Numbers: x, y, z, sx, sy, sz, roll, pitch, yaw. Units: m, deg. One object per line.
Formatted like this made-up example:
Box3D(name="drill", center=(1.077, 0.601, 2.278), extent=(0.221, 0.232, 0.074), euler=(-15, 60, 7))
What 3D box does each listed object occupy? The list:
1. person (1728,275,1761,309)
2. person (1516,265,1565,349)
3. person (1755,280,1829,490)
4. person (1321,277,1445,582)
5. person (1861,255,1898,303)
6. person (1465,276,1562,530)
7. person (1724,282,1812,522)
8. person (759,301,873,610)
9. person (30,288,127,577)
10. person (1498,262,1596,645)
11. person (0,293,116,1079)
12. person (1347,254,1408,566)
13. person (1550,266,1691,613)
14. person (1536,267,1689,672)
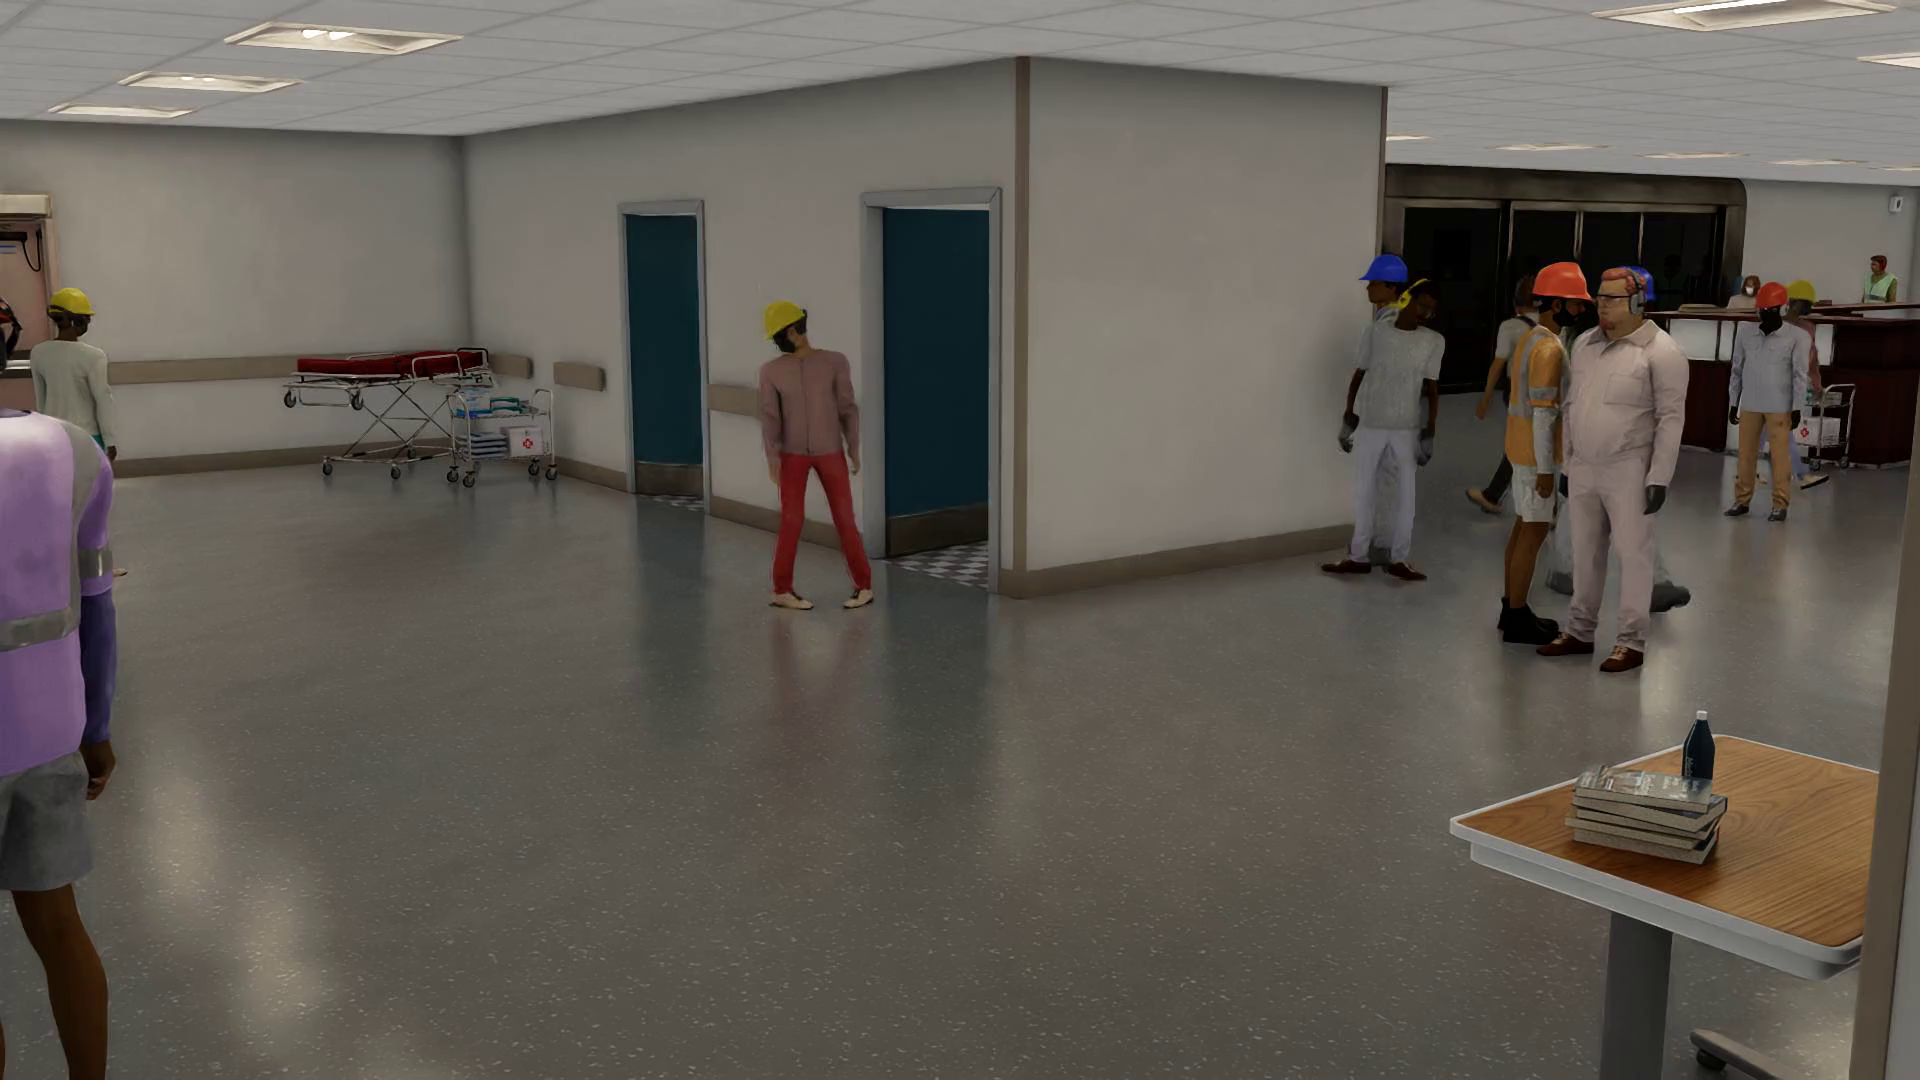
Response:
Box3D(name="person", center=(10.323, -2.671, 21.823), extent=(0.519, 1.615, 0.576), euler=(7, 12, 34))
Box3D(name="person", center=(5.260, -1.566, 15.068), extent=(0.591, 1.824, 0.404), euler=(-8, 13, -39))
Box3D(name="person", center=(6.851, -1.272, 13.715), extent=(0.545, 1.712, 0.944), euler=(-5, 11, -28))
Box3D(name="person", center=(2.510, -0.653, 9.957), extent=(0.695, 1.832, 0.347), euler=(4, 11, 21))
Box3D(name="person", center=(14.131, -3.458, 25.626), extent=(0.392, 1.839, 0.563), euler=(-4, 11, -20))
Box3D(name="person", center=(4.044, -1.000, 12.022), extent=(0.510, 1.782, 1.008), euler=(-5, 11, -26))
Box3D(name="person", center=(5.889, -1.007, 12.166), extent=(0.360, 1.742, 0.563), euler=(-8, 13, -38))
Box3D(name="person", center=(-0.808, -0.466, 9.222), extent=(0.595, 1.711, 0.337), euler=(-1, 10, -4))
Box3D(name="person", center=(-5.308, -0.631, 10.016), extent=(0.519, 1.757, 0.335), euler=(2, 10, 11))
Box3D(name="person", center=(2.966, -0.433, 8.435), extent=(0.387, 1.928, 0.546), euler=(2, 10, 13))
Box3D(name="person", center=(-2.027, 0.410, 3.440), extent=(0.409, 2.028, 0.615), euler=(4, 11, 19))
Box3D(name="person", center=(2.669, -0.809, 10.465), extent=(0.380, 1.951, 0.605), euler=(2, 10, 12))
Box3D(name="person", center=(3.656, -0.559, 9.225), extent=(0.653, 1.887, 1.022), euler=(-3, 10, -14))
Box3D(name="person", center=(3.096, -0.332, 7.918), extent=(0.399, 1.909, 0.642), euler=(-5, 11, -27))
